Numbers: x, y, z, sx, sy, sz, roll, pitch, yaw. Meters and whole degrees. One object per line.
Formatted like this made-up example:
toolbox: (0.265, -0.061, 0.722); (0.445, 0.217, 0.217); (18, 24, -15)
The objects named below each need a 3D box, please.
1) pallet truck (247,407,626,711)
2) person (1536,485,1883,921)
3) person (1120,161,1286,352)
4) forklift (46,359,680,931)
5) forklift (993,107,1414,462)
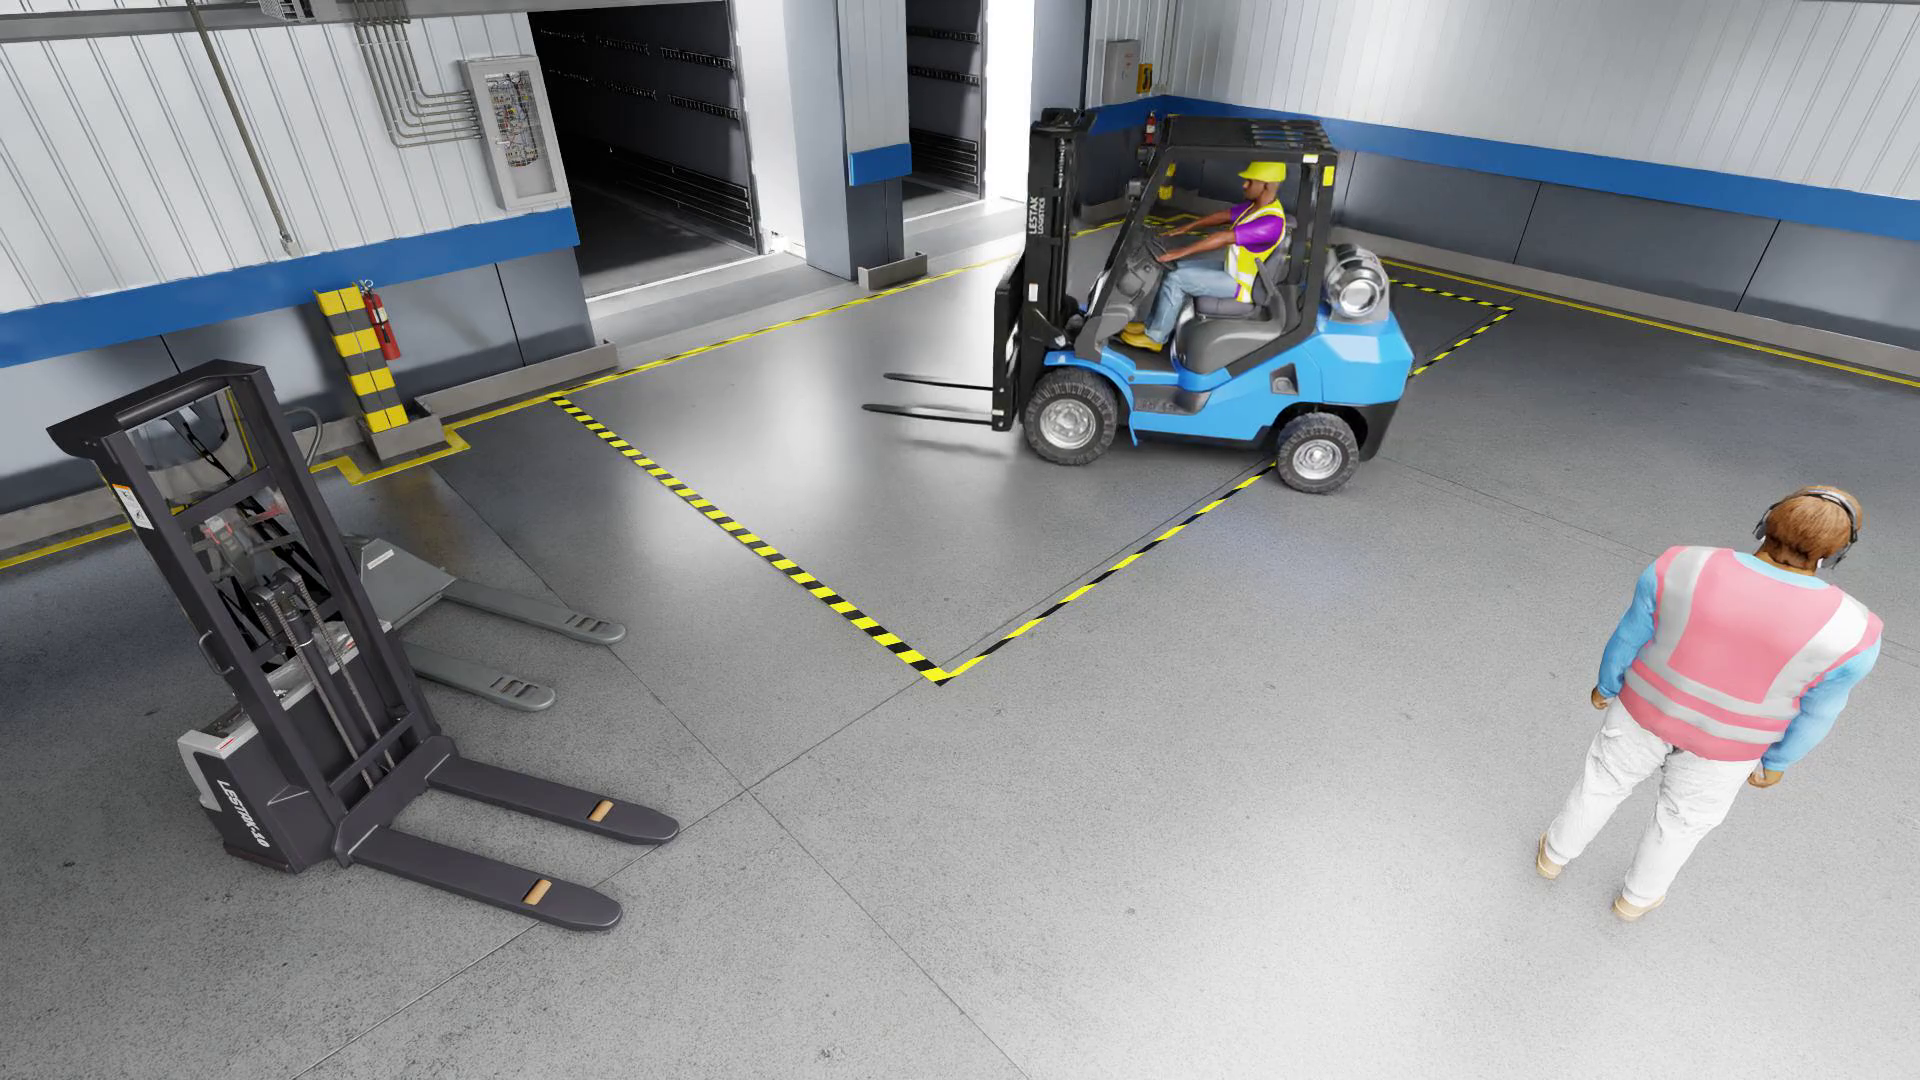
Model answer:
pallet truck: (-2.628, 0.038, 4.590); (1.601, 1.201, 0.680); (12, 36, 18)
person: (2.553, 0.618, 3.203); (0.429, 1.844, 0.624); (-29, 43, -35)
person: (1.598, -1.904, 6.126); (1.004, 1.294, 0.635); (7, 35, 10)
forklift: (-2.135, 0.422, 3.354); (1.885, 1.965, 0.823); (10, 35, 14)
forklift: (1.655, -1.738, 6.215); (2.680, 2.036, 1.157); (7, 35, 10)
